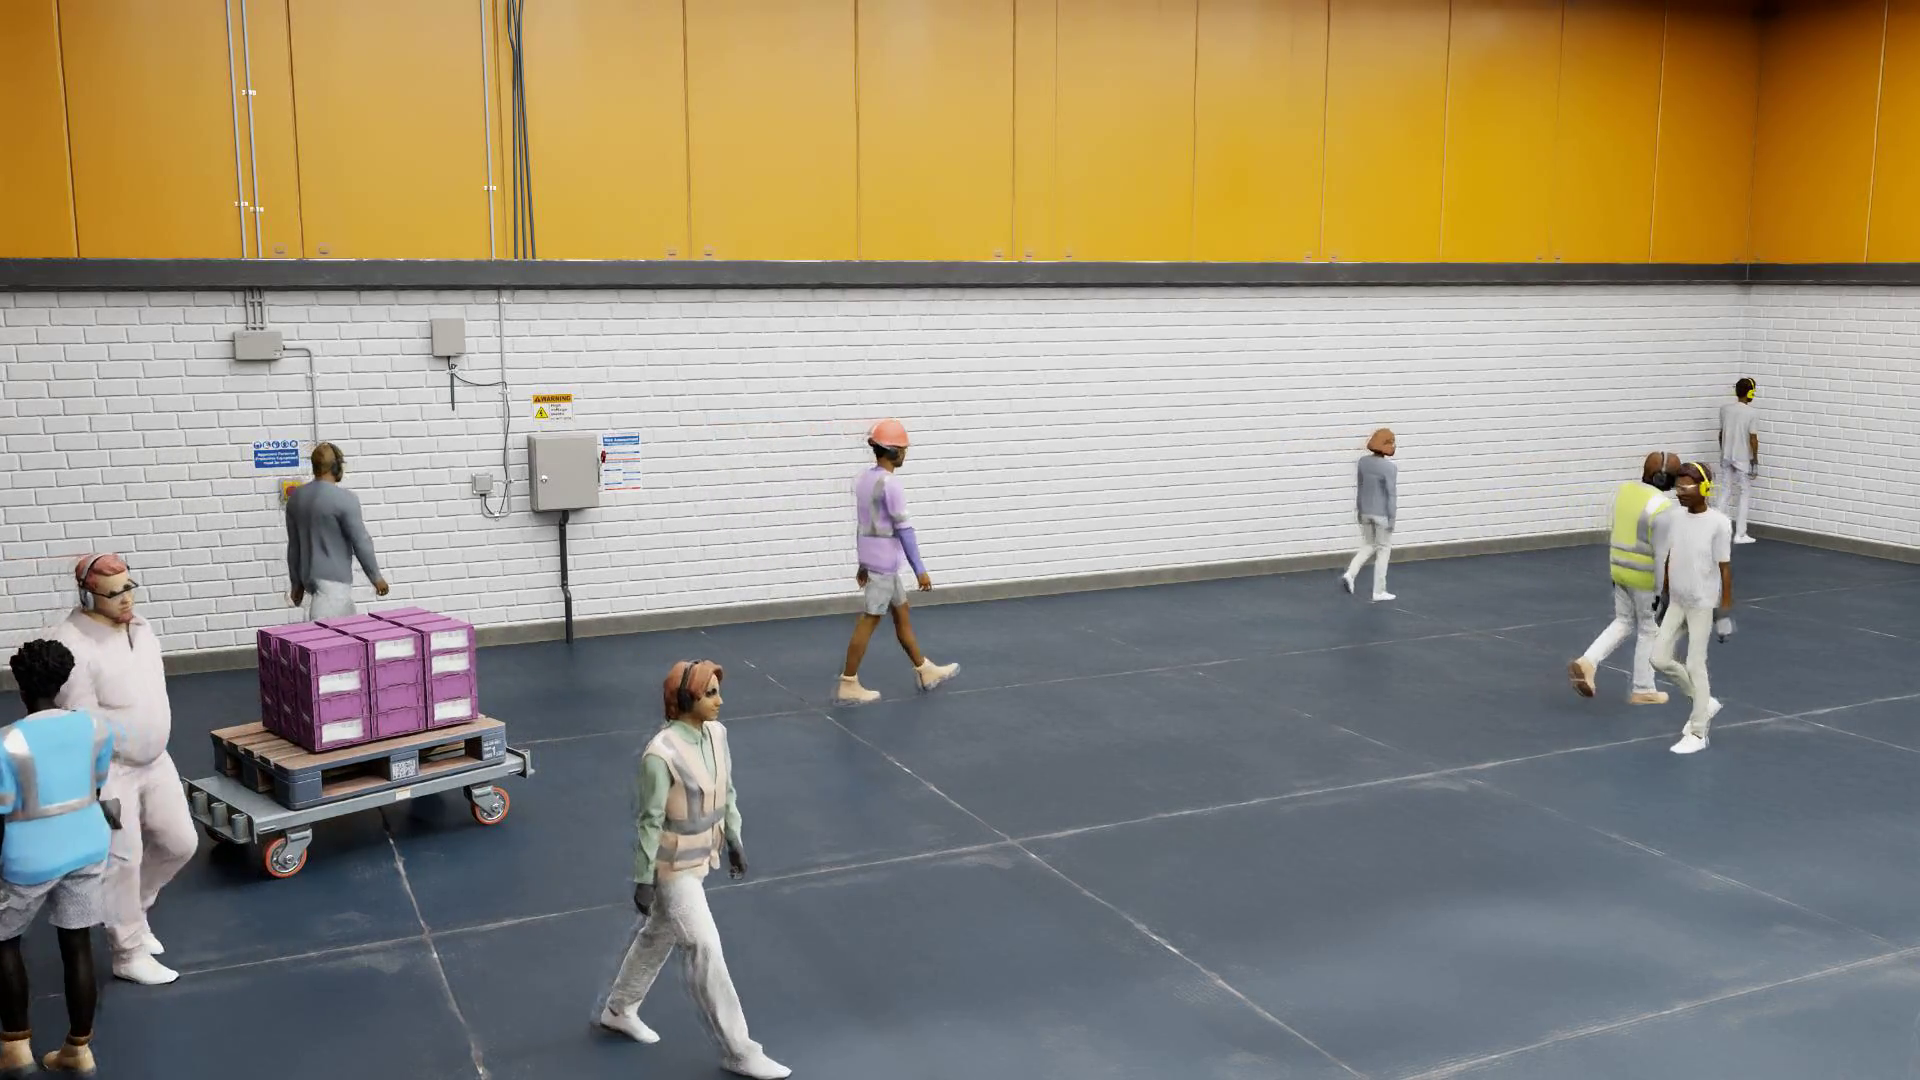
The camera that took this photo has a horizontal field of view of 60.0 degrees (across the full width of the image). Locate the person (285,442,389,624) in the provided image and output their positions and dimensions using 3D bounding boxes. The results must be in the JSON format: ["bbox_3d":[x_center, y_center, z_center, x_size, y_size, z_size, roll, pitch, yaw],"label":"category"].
[{"bbox_3d":[-4.337,0.271,11.429,0.623,1.882,1.057,6,11,35],"label":"person"}]

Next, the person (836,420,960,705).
[{"bbox_3d":[-0.433,0.156,11.725,1.019,1.990,0.639,-3,10,-20],"label":"person"}]

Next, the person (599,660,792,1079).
[{"bbox_3d":[-1.058,1.227,6.351,0.871,1.591,0.532,3,10,17],"label":"person"}]

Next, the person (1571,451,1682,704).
[{"bbox_3d":[4.669,0.279,11.540,0.659,1.820,0.642,-2,9,-14],"label":"person"}]

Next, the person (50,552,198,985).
[{"bbox_3d":[-3.517,0.974,7.015,0.426,1.884,0.654,2,9,10],"label":"person"}]

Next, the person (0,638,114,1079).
[{"bbox_3d":[-3.455,1.202,6.283,0.497,1.665,0.551,5,10,29],"label":"person"}]

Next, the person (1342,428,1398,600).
[{"bbox_3d":[3.804,-0.229,15.300,0.452,1.613,0.513,-5,11,-29],"label":"person"}]

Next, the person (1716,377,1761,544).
[{"bbox_3d":[8.704,-0.884,18.610,0.402,1.857,0.541,-5,11,-31],"label":"person"}]

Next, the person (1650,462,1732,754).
[{"bbox_3d":[4.657,0.426,10.525,0.456,1.850,0.627,-4,10,-21],"label":"person"}]
